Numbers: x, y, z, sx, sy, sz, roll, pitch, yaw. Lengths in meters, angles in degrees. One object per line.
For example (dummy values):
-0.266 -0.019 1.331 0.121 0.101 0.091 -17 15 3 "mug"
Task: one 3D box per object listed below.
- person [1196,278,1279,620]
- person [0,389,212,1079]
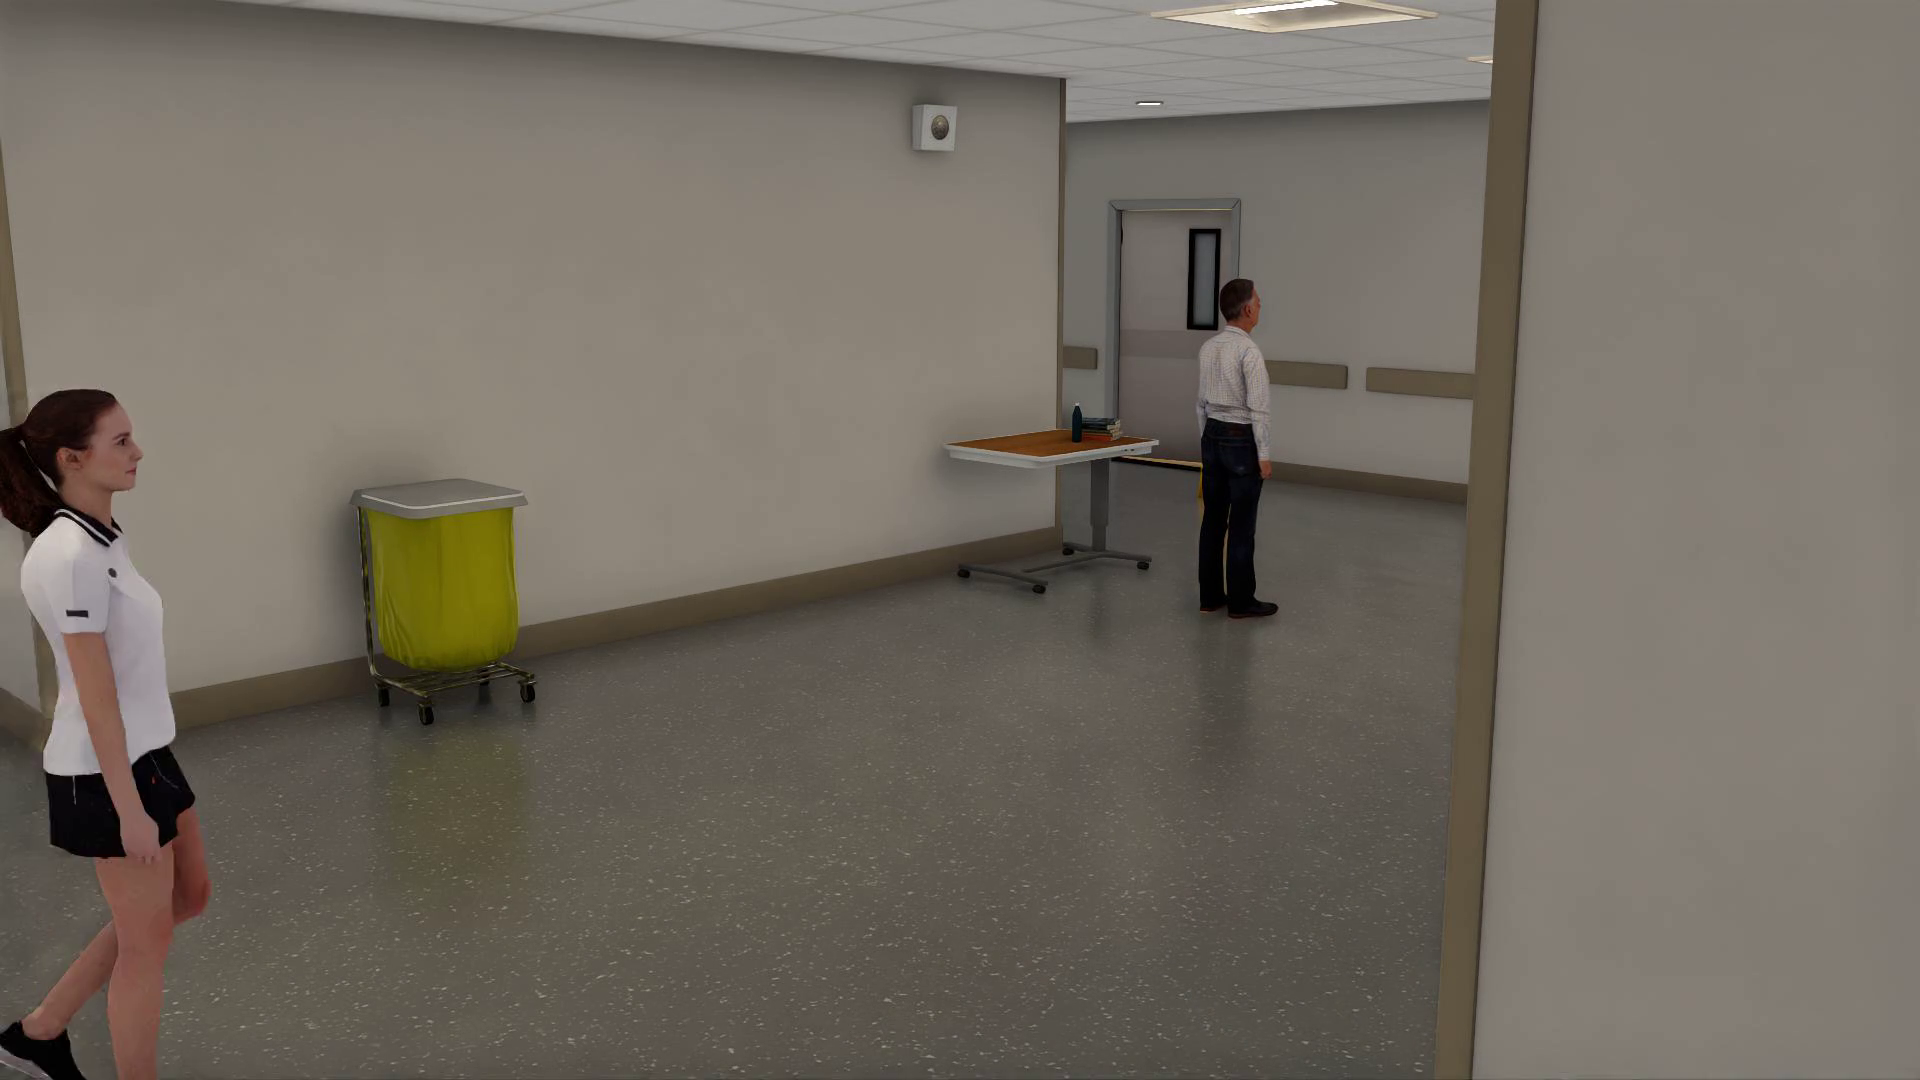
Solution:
1.478 -0.501 8.985 0.748 1.820 0.566 -7 13 -34 "person"
-1.944 0.550 3.662 0.798 1.740 0.788 -4 11 -19 "person"
